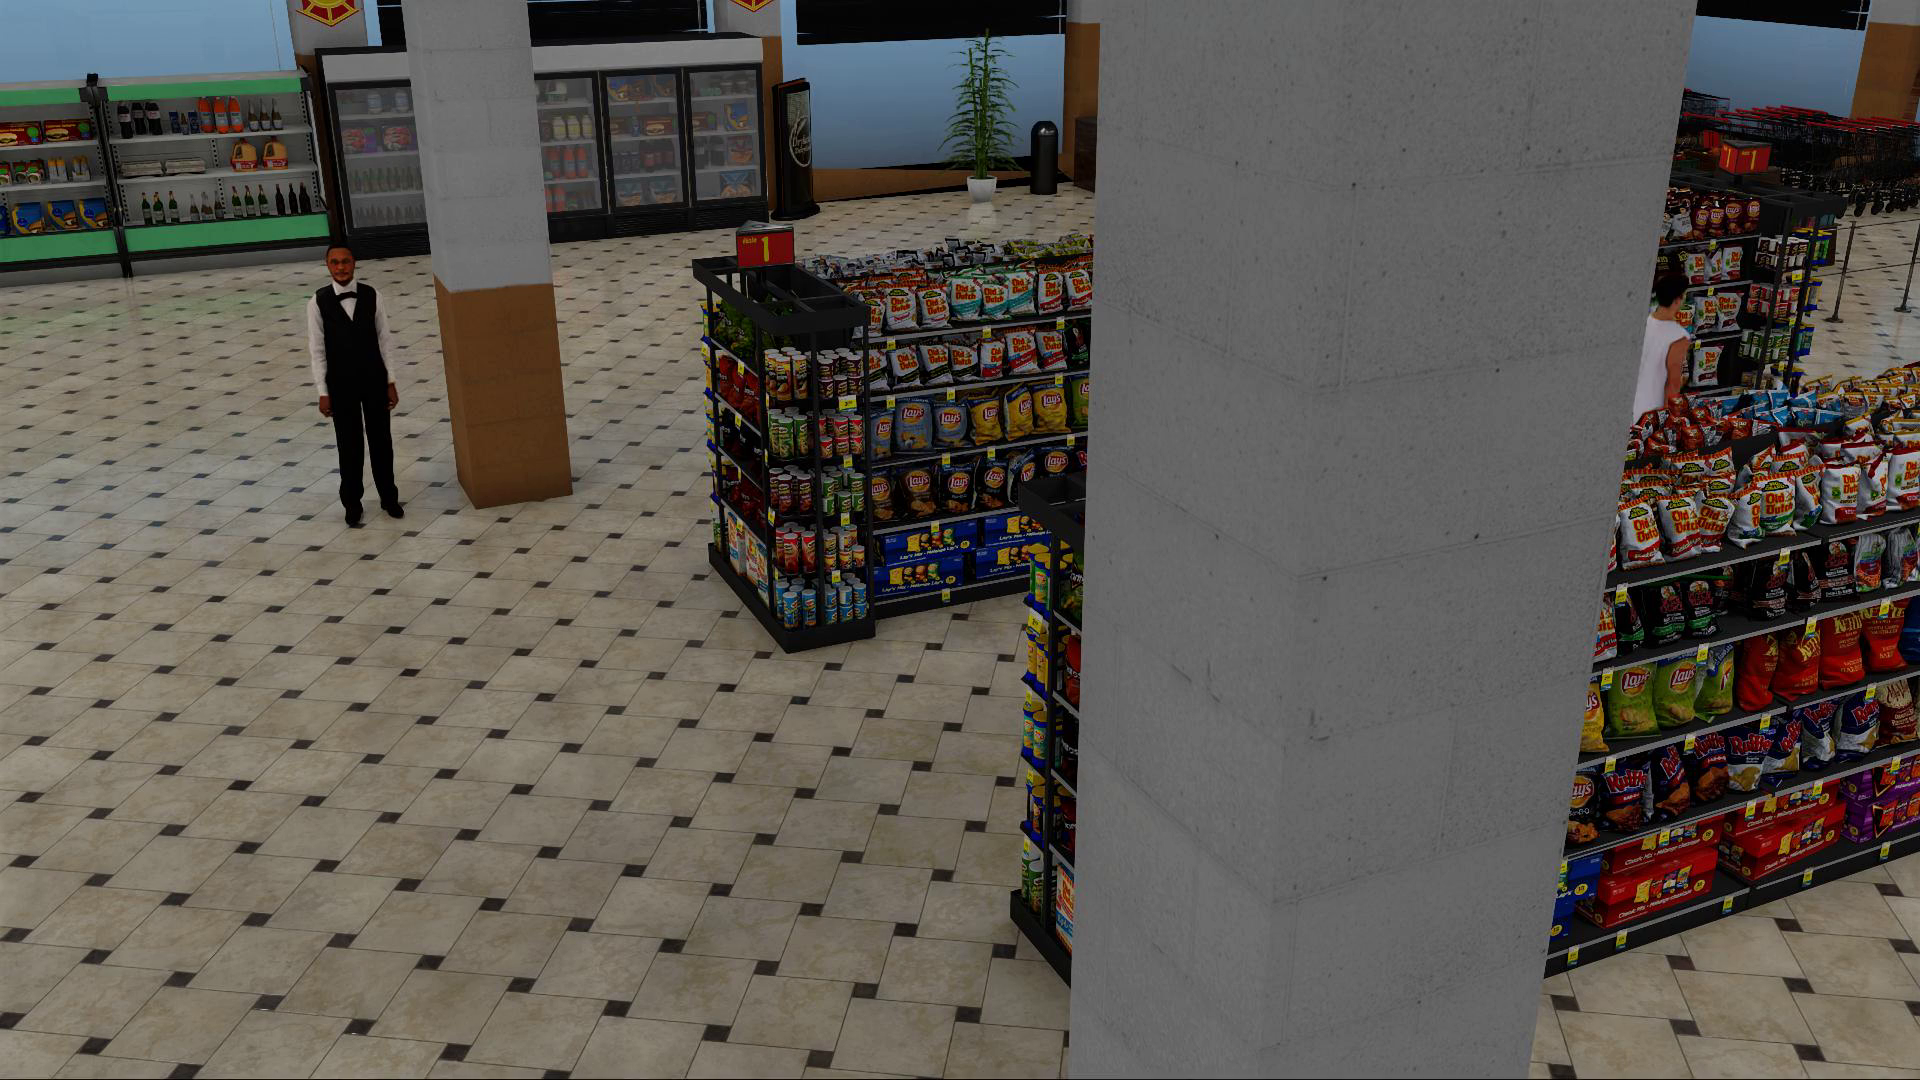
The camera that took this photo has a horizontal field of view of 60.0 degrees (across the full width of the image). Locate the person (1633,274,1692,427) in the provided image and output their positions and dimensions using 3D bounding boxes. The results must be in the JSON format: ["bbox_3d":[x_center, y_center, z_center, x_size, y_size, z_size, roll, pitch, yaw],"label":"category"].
[{"bbox_3d":[4.439,-0.851,10.974,0.741,1.766,0.685,-14,26,-31],"label":"person"}]

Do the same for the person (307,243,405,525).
[{"bbox_3d":[-4.104,-1.073,11.322,0.507,1.919,0.758,-11,24,-25],"label":"person"}]
